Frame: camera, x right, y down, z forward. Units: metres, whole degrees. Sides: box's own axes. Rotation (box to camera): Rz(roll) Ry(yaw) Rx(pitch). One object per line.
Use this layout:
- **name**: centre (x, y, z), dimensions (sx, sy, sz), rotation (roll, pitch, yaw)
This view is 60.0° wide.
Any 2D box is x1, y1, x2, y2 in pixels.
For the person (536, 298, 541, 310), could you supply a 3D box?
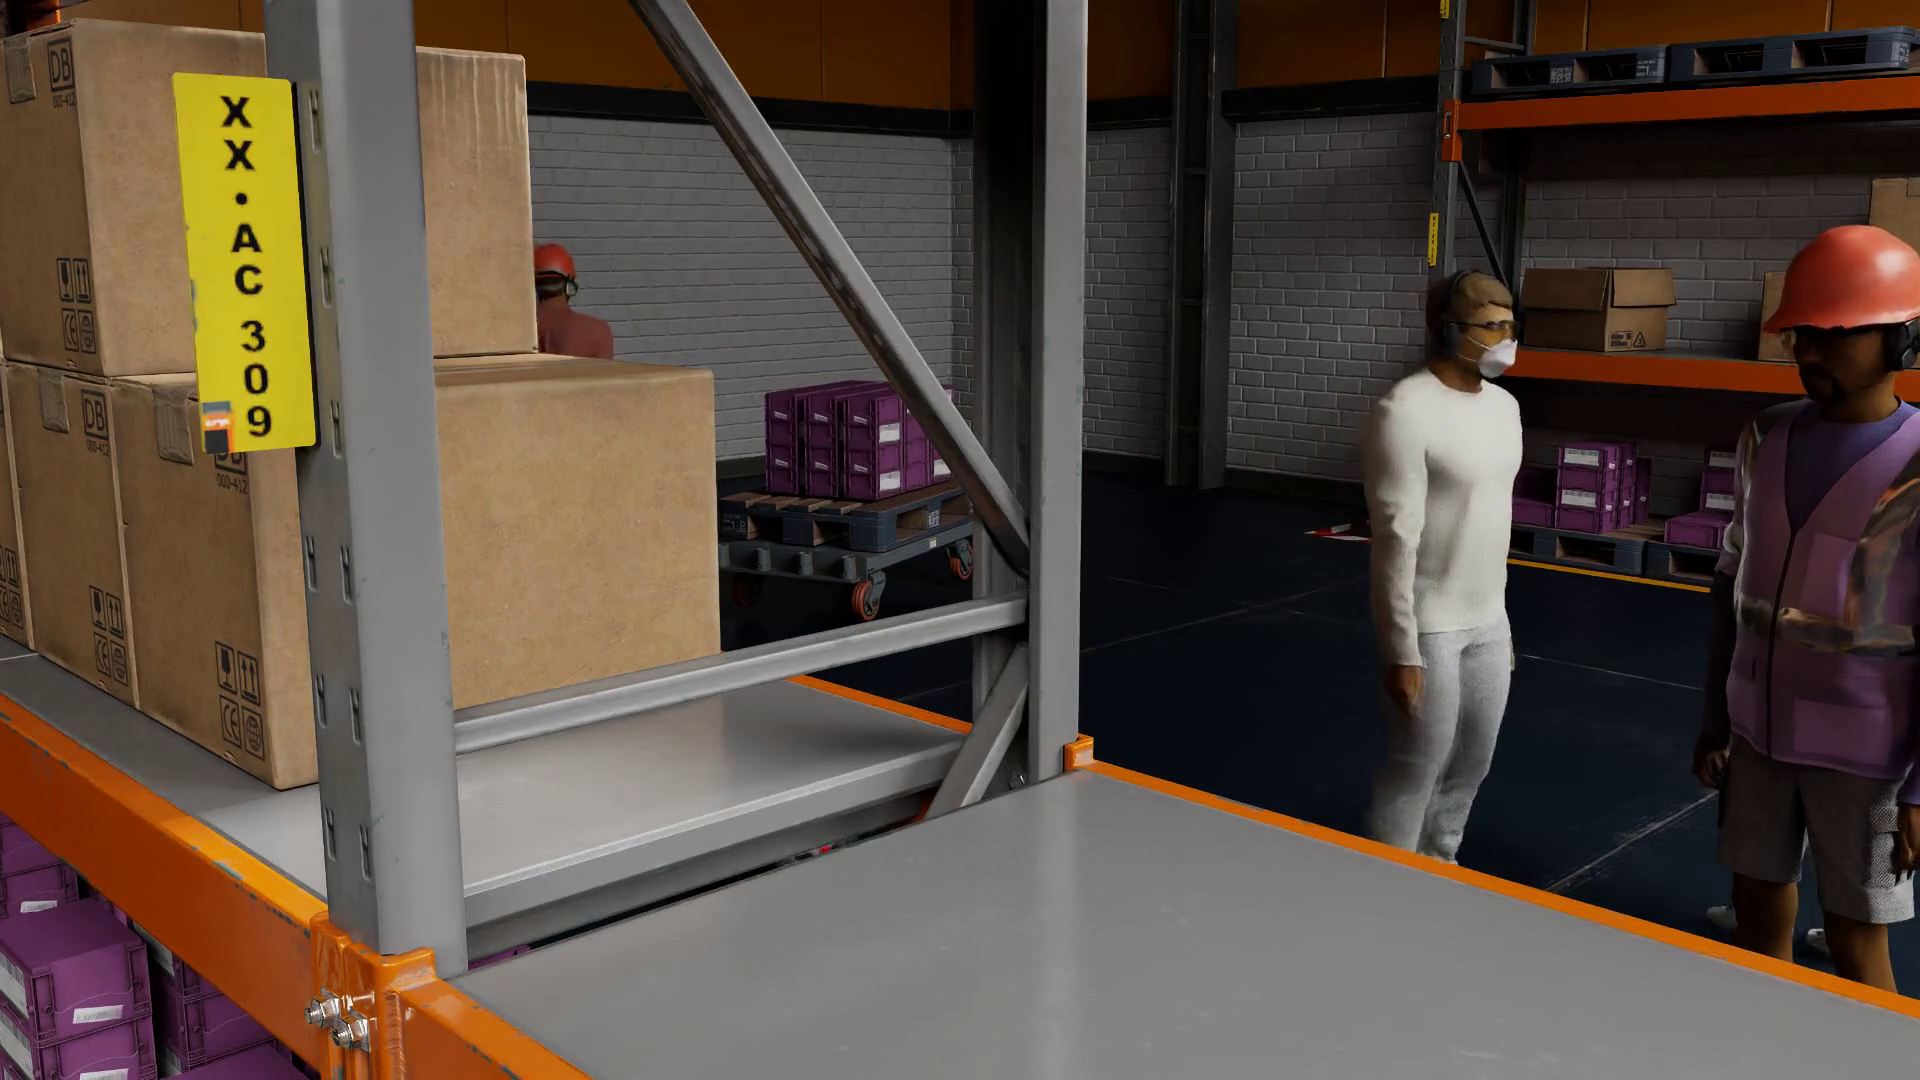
- **person**: centre (-2.917, -0.918, 10.912), dimensions (0.639, 1.910, 0.407), rotation (-3, 11, -13)

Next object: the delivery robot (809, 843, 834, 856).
- **delivery robot**: centre (-0.656, 0.755, 5.225), dimensions (0.707, 0.478, 0.477), rotation (8, 13, 37)

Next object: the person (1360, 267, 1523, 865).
- **person**: centre (1.308, 0.241, 4.511), dimensions (0.637, 1.938, 0.371), rotation (-9, 14, -42)

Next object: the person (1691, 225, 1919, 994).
- **person**: centre (1.737, 0.397, 3.381), dimensions (0.381, 2.042, 0.604), rotation (-4, 11, -22)

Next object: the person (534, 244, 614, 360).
- **person**: centre (-2.009, -0.492, 8.406), dimensions (0.641, 1.966, 0.770), rotation (0, 10, 1)

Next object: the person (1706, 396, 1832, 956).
- **person**: centre (2.367, 0.379, 4.656), dimensions (0.490, 1.614, 0.549), rotation (-3, 11, -17)
